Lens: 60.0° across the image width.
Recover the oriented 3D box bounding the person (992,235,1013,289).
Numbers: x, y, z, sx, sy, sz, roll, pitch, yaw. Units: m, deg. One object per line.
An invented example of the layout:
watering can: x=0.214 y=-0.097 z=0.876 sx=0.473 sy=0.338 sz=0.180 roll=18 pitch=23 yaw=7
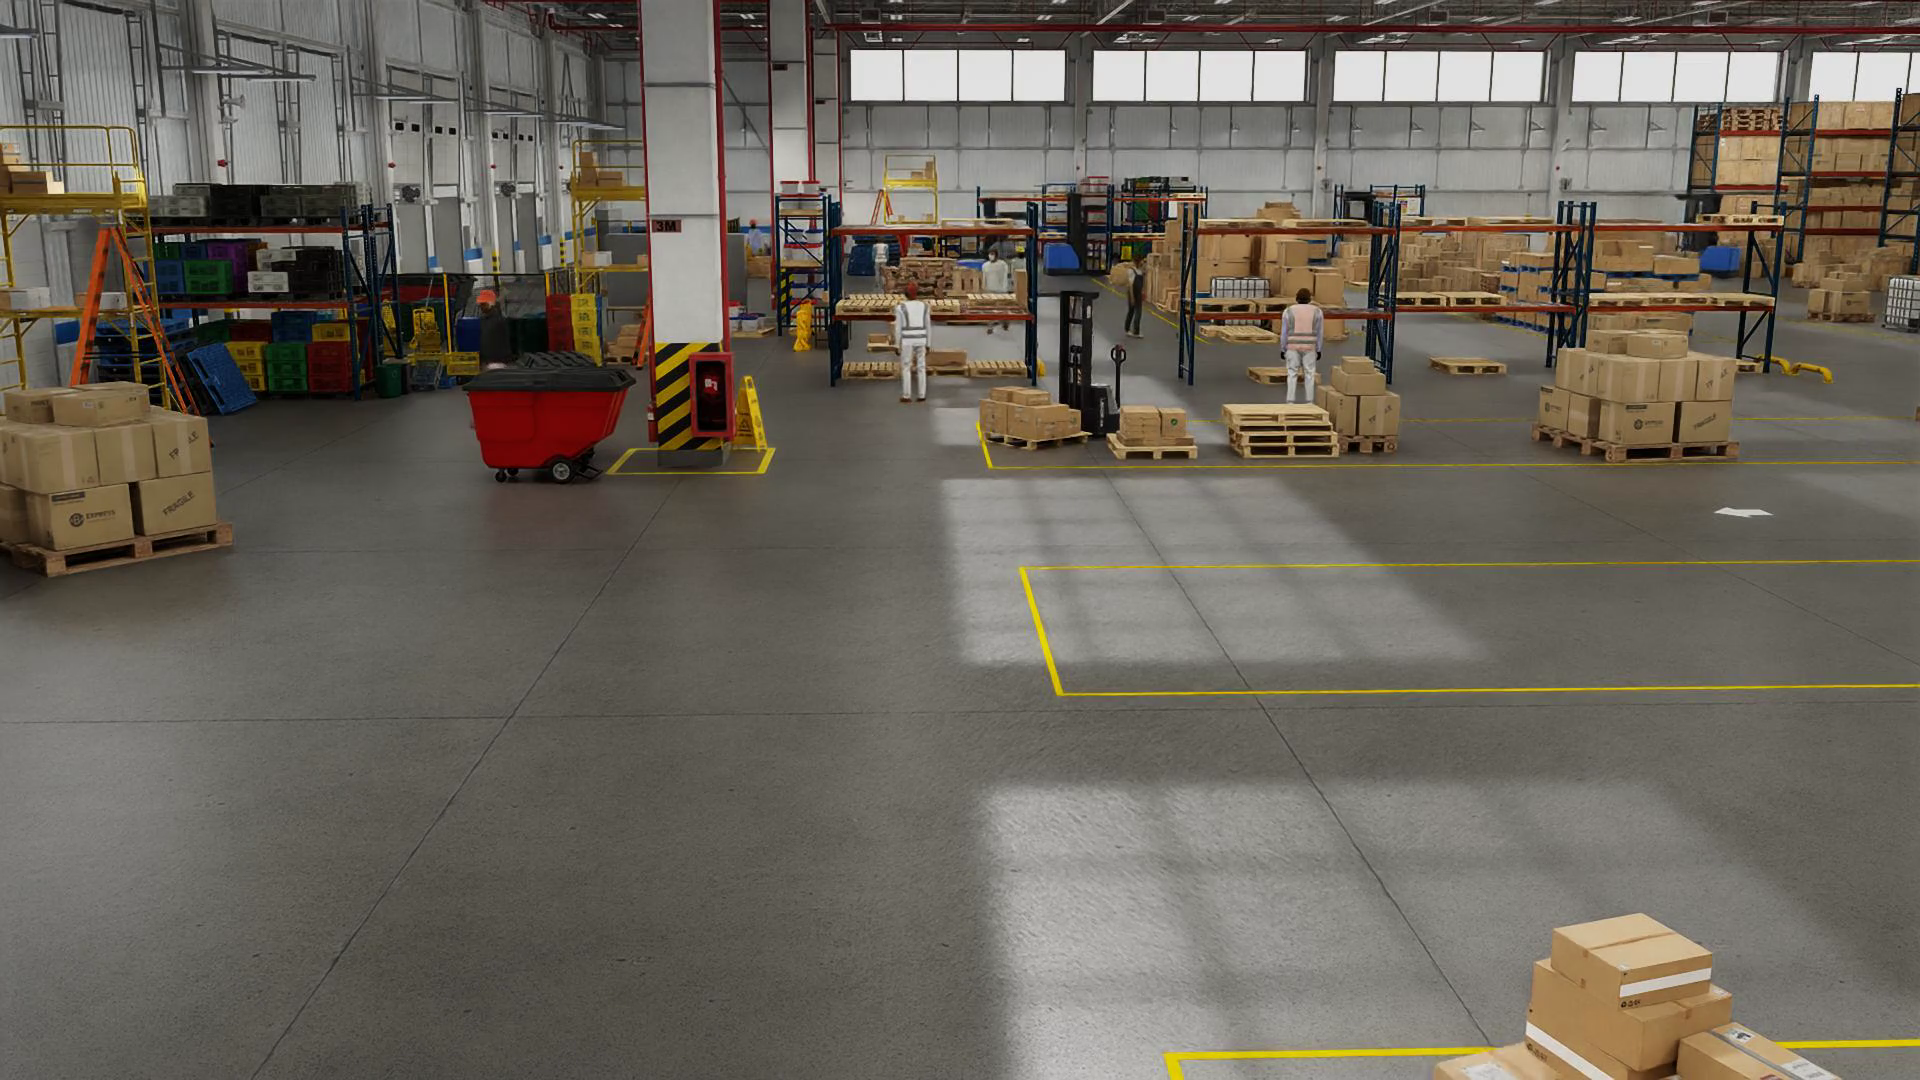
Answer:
person: x=1.170 y=-7.667 z=46.521 sx=0.651 sy=1.918 sz=0.454 roll=-5 pitch=13 yaw=-21

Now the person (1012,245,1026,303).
person: x=1.524 y=-6.537 z=41.864 sx=0.498 sy=1.733 sz=0.391 roll=-3 pitch=13 yaw=-15

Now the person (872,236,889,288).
person: x=-2.460 y=-8.622 z=51.575 sx=0.511 sy=1.590 sz=0.877 roll=-1 pitch=13 yaw=-3

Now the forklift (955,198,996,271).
forklift: x=0.796 y=-8.188 z=46.688 sx=1.873 sy=2.768 sz=1.129 roll=0 pitch=12 yaw=-2

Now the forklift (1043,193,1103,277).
forklift: x=3.845 y=-10.398 z=56.667 sx=1.873 sy=2.768 sz=1.129 roll=-2 pitch=13 yaw=-8

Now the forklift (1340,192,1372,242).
forklift: x=14.595 y=-11.405 z=61.216 sx=1.129 sy=2.768 sz=1.873 roll=2 pitch=13 yaw=8

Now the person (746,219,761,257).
person: x=-7.294 y=-10.449 z=59.178 sx=0.564 sy=1.897 sz=1.005 roll=12 pitch=17 yaw=42

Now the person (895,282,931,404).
person: x=-0.720 y=-3.034 z=25.705 sx=0.575 sy=1.878 sz=0.357 roll=-5 pitch=13 yaw=-20

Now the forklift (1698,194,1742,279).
forklift: x=25.110 y=-10.184 z=55.703 sx=1.873 sy=2.768 sz=1.129 roll=11 pitch=17 yaw=42

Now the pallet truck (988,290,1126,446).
pallet truck: x=1.257 y=-2.299 z=22.111 sx=1.885 sy=1.965 sz=0.823 roll=-9 pitch=15 yaw=-35

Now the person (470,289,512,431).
person: x=-6.468 y=-2.544 z=23.332 sx=0.976 sy=1.958 sz=0.631 roll=-12 pitch=17 yaw=-42

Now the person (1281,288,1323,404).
person: x=5.137 y=-2.869 z=25.038 sx=0.634 sy=1.842 sz=0.429 roll=1 pitch=13 yaw=4

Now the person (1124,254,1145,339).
person: x=3.746 y=-5.263 z=35.939 sx=0.540 sy=1.804 sz=0.703 roll=-10 pitch=16 yaw=-39

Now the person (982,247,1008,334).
person: x=0.793 y=-5.540 z=36.929 sx=0.643 sy=1.923 sz=0.705 roll=6 pitch=14 yaw=24
